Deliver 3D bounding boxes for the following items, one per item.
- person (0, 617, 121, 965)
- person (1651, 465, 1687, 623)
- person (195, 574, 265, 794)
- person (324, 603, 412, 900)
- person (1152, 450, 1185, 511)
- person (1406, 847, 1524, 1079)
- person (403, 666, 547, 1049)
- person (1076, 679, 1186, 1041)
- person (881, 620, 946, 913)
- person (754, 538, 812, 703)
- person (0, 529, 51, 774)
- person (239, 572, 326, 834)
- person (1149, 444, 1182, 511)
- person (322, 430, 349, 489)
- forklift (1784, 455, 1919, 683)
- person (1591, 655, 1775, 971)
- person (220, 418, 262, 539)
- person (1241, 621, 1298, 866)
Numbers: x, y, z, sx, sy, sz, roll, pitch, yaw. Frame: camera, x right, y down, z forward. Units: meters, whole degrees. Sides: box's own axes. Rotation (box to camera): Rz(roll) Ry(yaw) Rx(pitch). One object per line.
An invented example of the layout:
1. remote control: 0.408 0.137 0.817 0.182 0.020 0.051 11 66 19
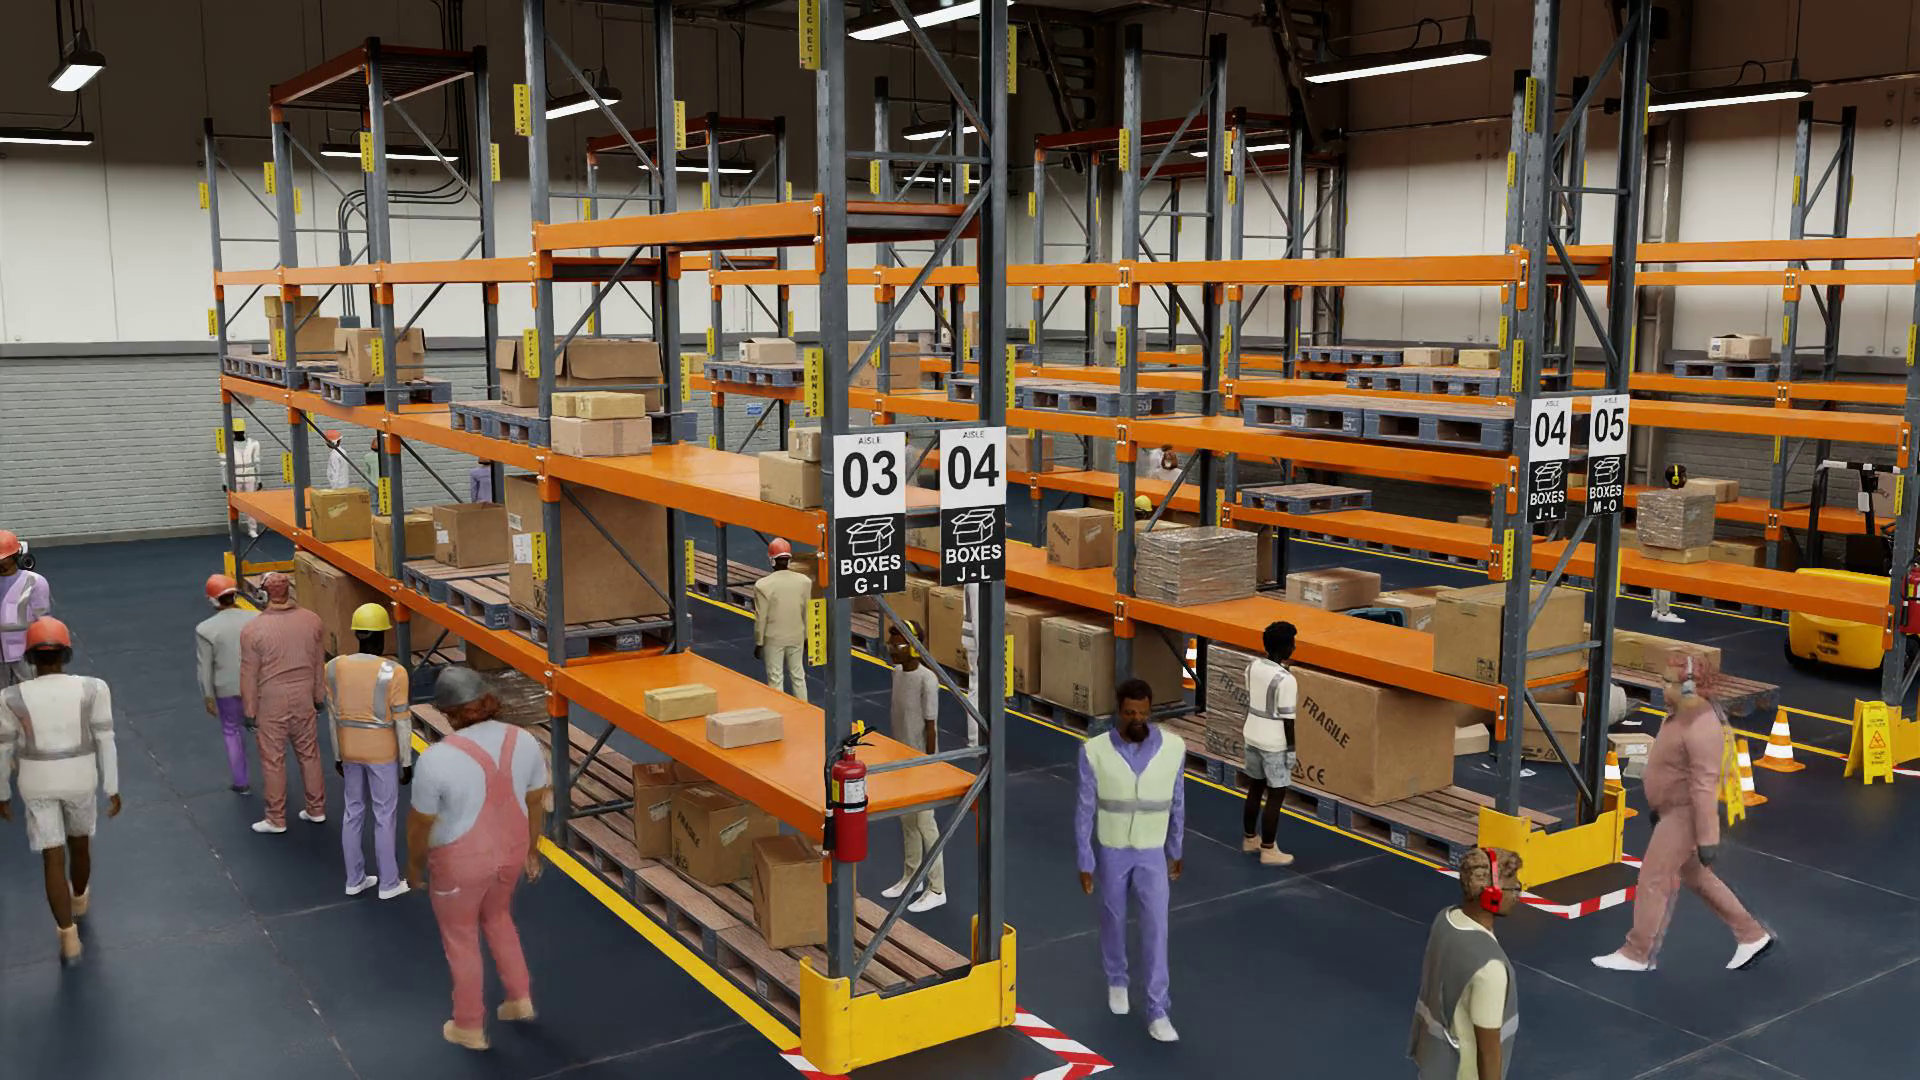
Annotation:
1. person: -5.392 1.443 9.918 0.634 1.985 1.031 -5 10 -32
2. person: 8.417 0.039 19.672 0.326 1.871 0.520 1 9 7
3. person: -5.617 1.123 12.927 0.581 1.723 0.532 -8 12 -43
4. person: -3.790 1.360 10.735 0.582 1.918 0.396 2 9 11
5. person: 2.987 -0.481 23.909 0.497 1.633 0.279 0 9 -3
6. person: 1.917 2.059 6.353 0.384 1.834 0.561 0 9 -1
7. person: -2.524 1.616 8.601 0.539 2.000 0.703 7 11 39
8. person: 0.915 1.674 8.745 0.605 1.879 0.884 -1 9 -4
9. person: -0.296 1.417 10.550 0.325 1.861 0.501 -6 10 -33
10. person: -1.573 0.852 14.643 0.565 1.750 0.341 -6 10 -33
11. person: -7.570 0.918 13.272 0.605 2.036 0.383 0 9 -2
12. person: -4.915 1.168 12.060 0.402 1.900 0.645 6 11 37
13. person: 3.116 -0.772 25.264 0.610 1.817 0.440 -5 10 -32
14. person: -9.784 -0.864 26.108 0.349 1.743 0.563 -1 9 -8
15. forklift: 9.643 0.253 17.172 2.313 2.155 1.214 -6 10 -33
16. person: 4.182 1.571 9.485 0.934 1.874 0.644 3 9 17
17. person: -11.323 -0.966 26.228 0.587 1.914 0.399 -6 10 -35
18. person: 2.121 1.381 11.341 0.320 1.686 0.539 -3 9 -22
